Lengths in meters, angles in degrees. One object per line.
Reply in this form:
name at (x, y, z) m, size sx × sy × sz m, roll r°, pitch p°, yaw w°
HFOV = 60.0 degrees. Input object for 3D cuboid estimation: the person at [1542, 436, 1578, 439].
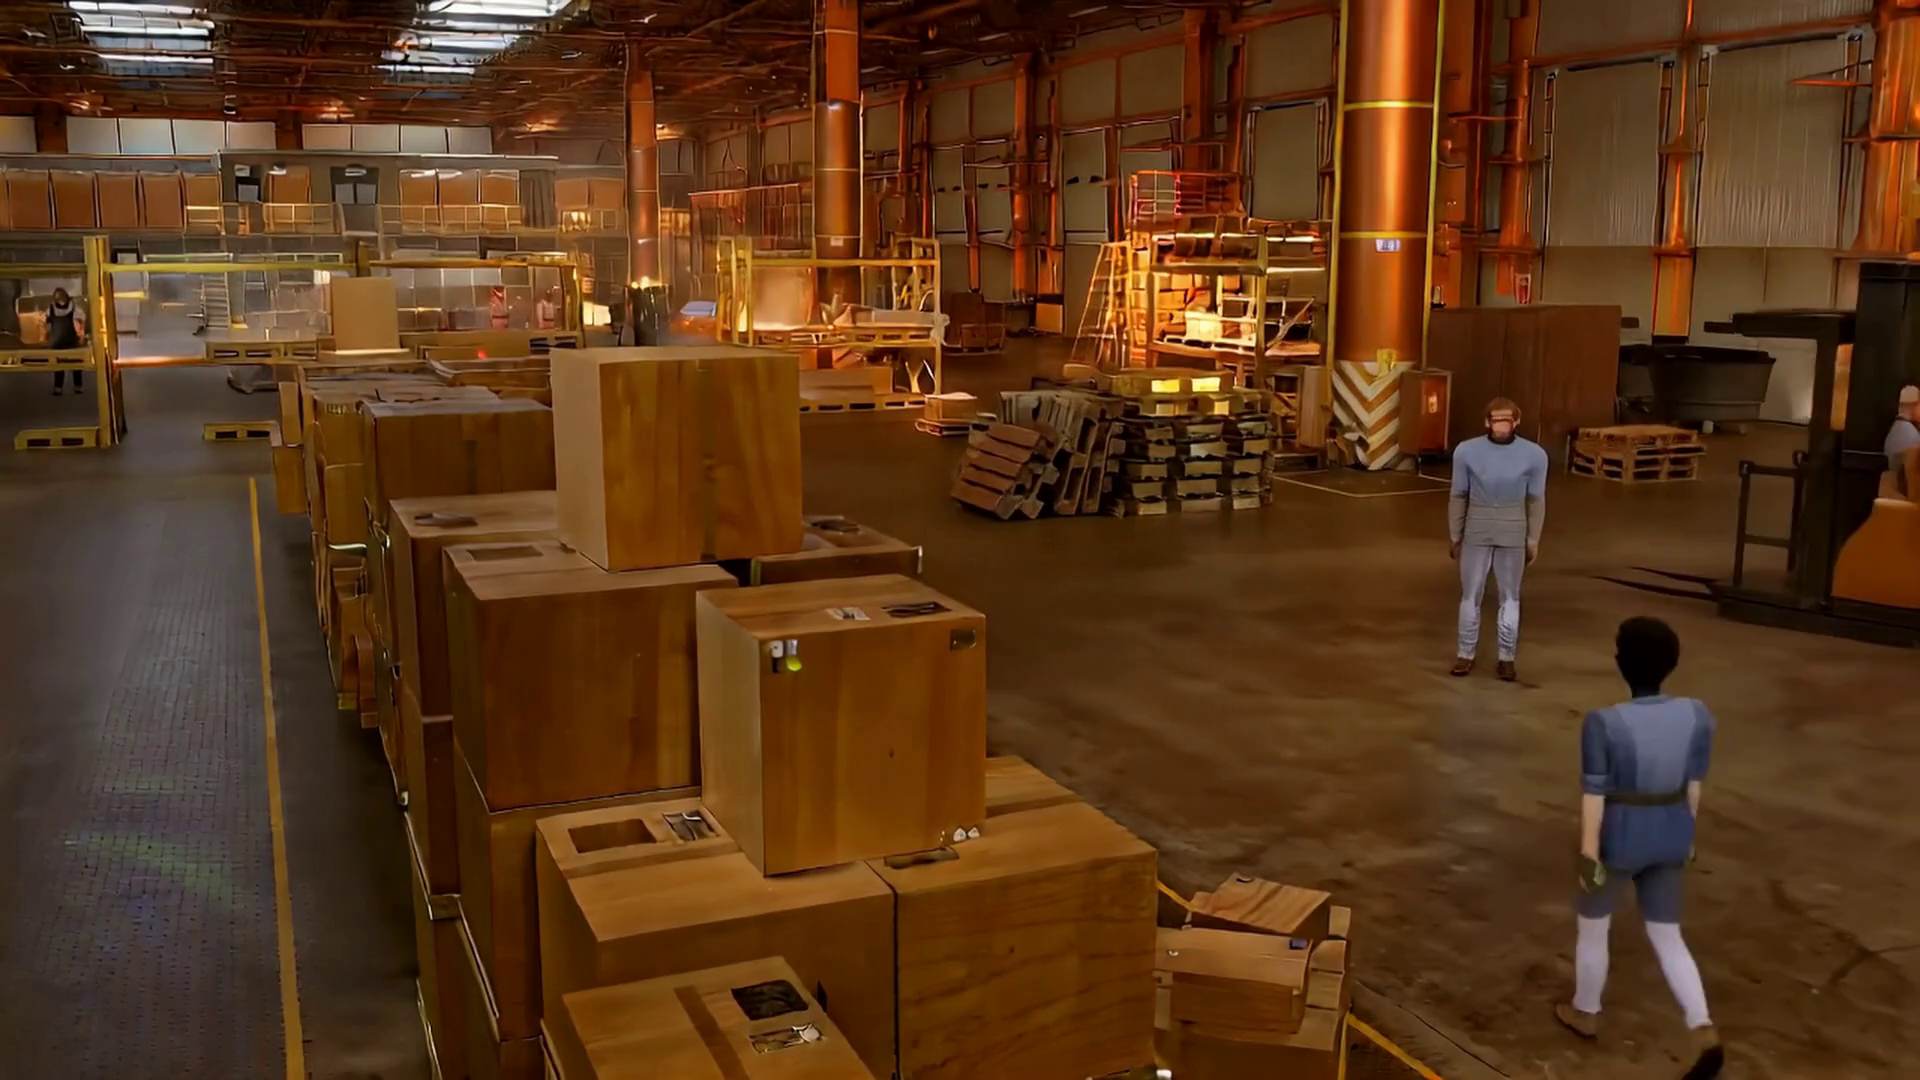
person at (9.122, -2.333, 24.912) m, size 0.867 × 1.659 × 0.535 m, roll 1°, pitch 10°, yaw 8°

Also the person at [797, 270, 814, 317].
person at (-5.862, -9.284, 62.822) m, size 0.915 × 1.813 × 0.517 m, roll 7°, pitch 12°, yaw 34°

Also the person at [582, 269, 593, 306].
person at (-13.331, -8.716, 59.417) m, size 0.584 × 1.911 × 0.391 m, roll 8°, pitch 13°, yaw 36°

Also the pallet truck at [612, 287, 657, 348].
pallet truck at (-6.464, -4.406, 35.401) m, size 0.823 × 1.965 × 1.885 m, roll 6°, pitch 12°, yaw 32°

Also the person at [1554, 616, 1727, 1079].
person at (2.455, 1.100, 5.945) m, size 0.535 × 1.673 × 0.767 m, roll -2°, pitch 10°, yaw -9°

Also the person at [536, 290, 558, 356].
person at (-9.305, -4.730, 37.655) m, size 0.960 × 1.838 × 0.589 m, roll 8°, pitch 13°, yaw 36°

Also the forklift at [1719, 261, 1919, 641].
forklift at (7.054, -0.711, 12.605) m, size 1.129 × 2.768 × 1.873 m, roll -9°, pitch 13°, yaw -40°

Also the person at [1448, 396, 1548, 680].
person at (3.646, -0.012, 11.351) m, size 0.631 × 1.940 × 0.369 m, roll 4°, pitch 11°, yaw 21°

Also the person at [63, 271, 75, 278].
person at (-27.326, -7.266, 51.175) m, size 0.376 × 1.995 × 0.612 m, roll -4°, pitch 11°, yaw -22°

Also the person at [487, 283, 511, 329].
person at (-11.027, -5.161, 39.757) m, size 0.550 × 1.934 × 0.613 m, roll 6°, pitch 12°, yaw 31°

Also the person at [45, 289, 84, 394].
person at (-17.370, -3.859, 32.271) m, size 0.681 × 2.000 × 0.538 m, roll -3°, pitch 11°, yaw -18°

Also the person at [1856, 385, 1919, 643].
person at (6.967, -0.192, 12.379) m, size 0.384 × 1.930 × 0.634 m, roll 0°, pitch 10°, yaw 0°

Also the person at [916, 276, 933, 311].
person at (-1.103, -7.153, 50.976) m, size 0.633 × 1.841 × 0.429 m, roll -6°, pitch 12°, yaw -30°
